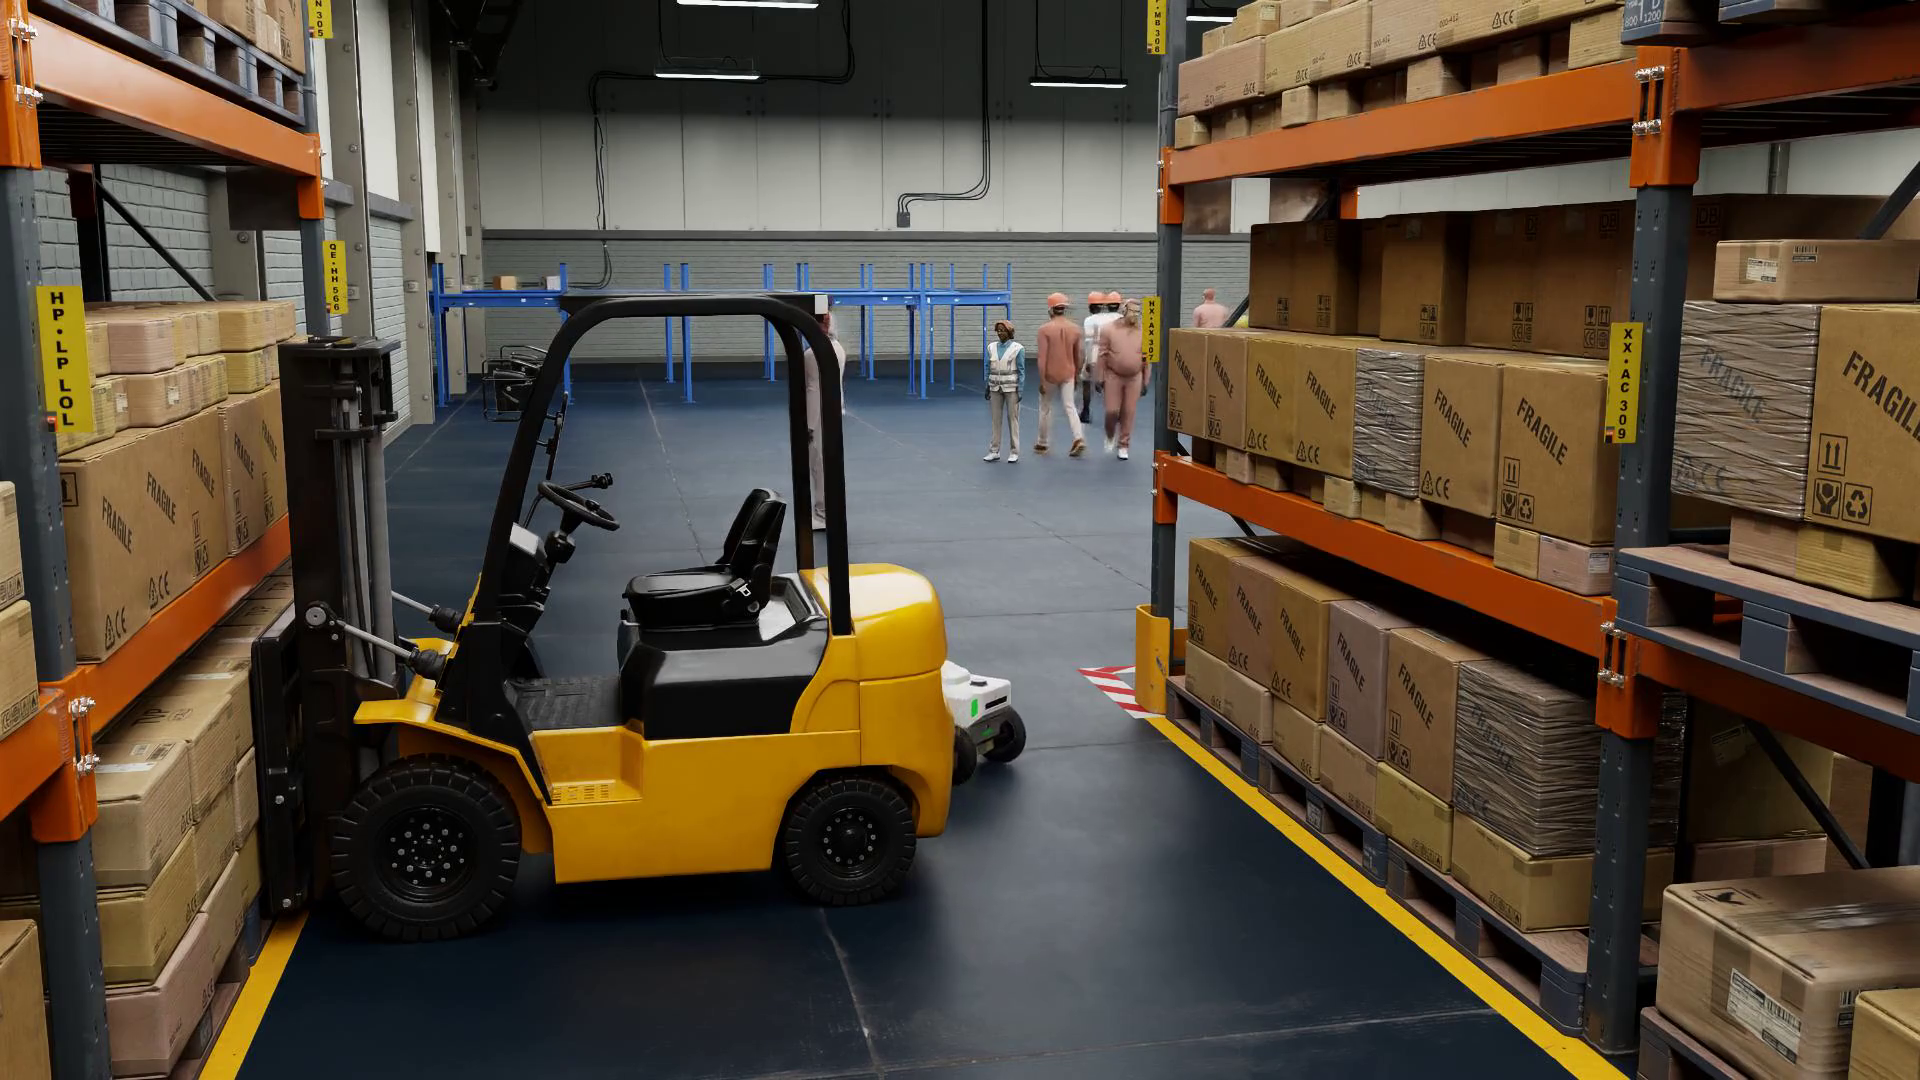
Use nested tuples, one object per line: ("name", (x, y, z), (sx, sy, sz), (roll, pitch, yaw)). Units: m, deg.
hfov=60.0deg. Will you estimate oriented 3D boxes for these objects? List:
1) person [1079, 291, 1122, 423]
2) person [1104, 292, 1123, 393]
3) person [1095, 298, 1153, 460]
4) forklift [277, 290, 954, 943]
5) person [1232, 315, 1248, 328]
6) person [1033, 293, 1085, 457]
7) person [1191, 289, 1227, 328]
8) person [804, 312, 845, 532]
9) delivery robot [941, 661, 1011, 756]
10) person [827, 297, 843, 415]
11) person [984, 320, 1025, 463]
("person", (2.050, -2.638, 24.058), (0.551, 1.914, 0.842), (-8, 12, -42))
("person", (2.274, -2.772, 24.929), (0.561, 1.895, 0.987), (0, 9, -1))
("person", (1.928, -1.893, 19.552), (0.677, 1.885, 0.454), (-1, 9, -4))
("forklift", (-1.179, 0.175, 6.143), (2.313, 2.155, 1.214), (-2, 10, -12))
("person", (2.541, -1.115, 15.020), (0.606, 1.811, 0.483), (-8, 13, -42))
("person", (1.210, -1.975, 19.866), (0.634, 1.956, 0.996), (-5, 10, -26))
("person", (4.473, -3.583, 29.967), (0.672, 1.856, 1.013), (-4, 10, -21))
("person", (-1.221, -1.037, 14.296), (0.402, 1.905, 0.676), (2, 10, 15))
("delivery robot", (-0.133, 0.717, 7.541), (0.707, 0.478, 0.477), (6, 11, 33))
("person", (-2.170, -2.796, 25.202), (0.858, 1.834, 0.570), (-2, 9, -11))
("person", (0.515, -1.726, 19.287), (0.511, 1.641, 0.308), (5, 11, 29))
